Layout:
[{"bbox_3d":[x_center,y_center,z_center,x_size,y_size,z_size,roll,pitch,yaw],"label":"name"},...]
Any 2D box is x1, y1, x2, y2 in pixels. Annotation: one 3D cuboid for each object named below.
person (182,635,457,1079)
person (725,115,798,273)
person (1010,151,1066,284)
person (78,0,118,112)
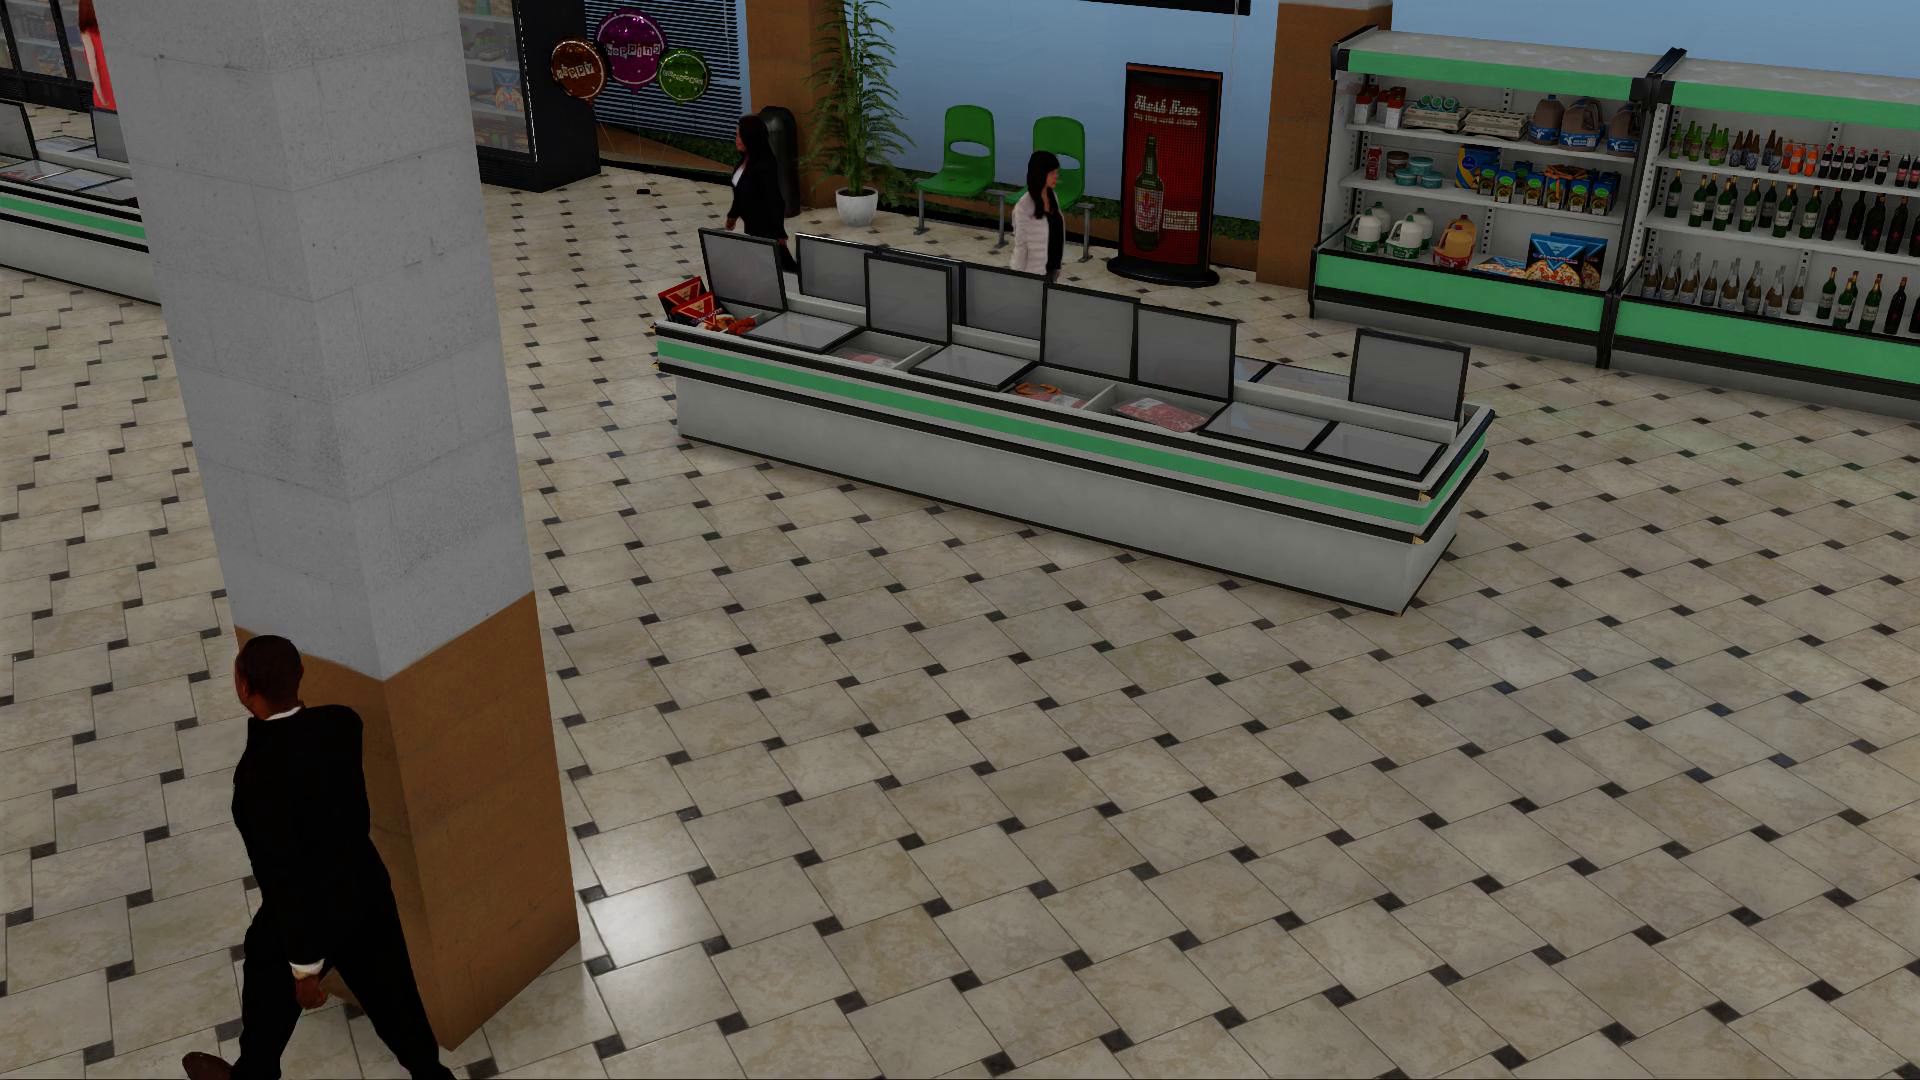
[{"bbox_3d":[-1.888,1.184,5.185,1.312,1.847,0.915,7,28,13],"label":"person"},{"bbox_3d":[-1.405,-2.385,12.531,1.150,1.568,1.156,-10,29,-19],"label":"person"},{"bbox_3d":[0.456,-1.884,11.488,0.878,1.618,0.670,17,31,30],"label":"person"},{"bbox_3d":[-8.155,-4.348,16.173,1.147,1.775,0.643,17,31,30],"label":"person"}]
